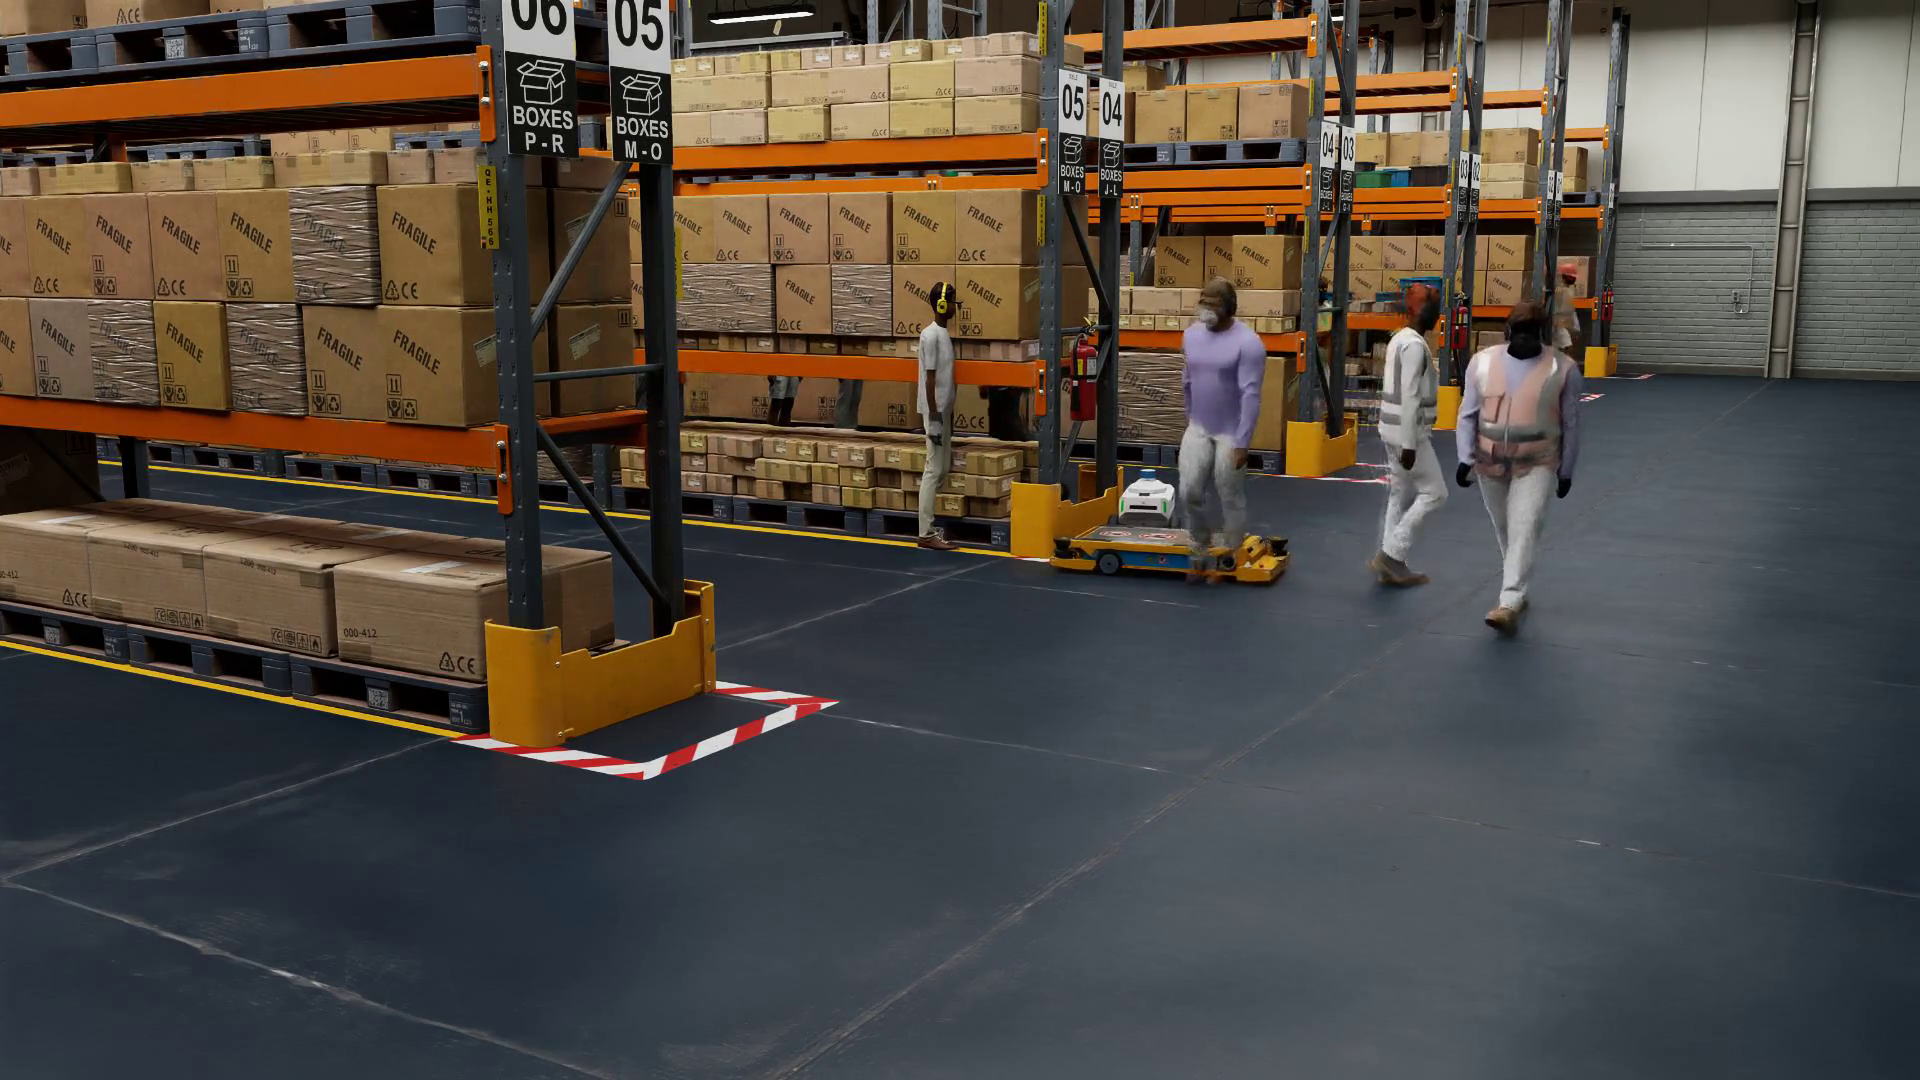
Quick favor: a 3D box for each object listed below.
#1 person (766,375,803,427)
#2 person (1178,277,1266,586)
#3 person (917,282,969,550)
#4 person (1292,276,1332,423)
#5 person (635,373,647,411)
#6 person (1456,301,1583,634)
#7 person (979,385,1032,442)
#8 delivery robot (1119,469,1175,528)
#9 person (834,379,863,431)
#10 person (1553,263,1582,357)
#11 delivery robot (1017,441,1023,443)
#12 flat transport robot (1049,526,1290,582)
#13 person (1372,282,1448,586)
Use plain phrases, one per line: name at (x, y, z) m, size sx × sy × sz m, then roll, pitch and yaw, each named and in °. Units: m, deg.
person at (-1.704, -1.716, 16.332) m, size 0.376 × 1.935 × 0.550 m, roll 5°, pitch 11°, yaw 26°
person at (1.596, -0.638, 10.141) m, size 0.645 × 1.898 × 0.585 m, roll 8°, pitch 13°, yaw 41°
person at (-0.125, -0.857, 11.541) m, size 0.333 × 1.860 × 0.510 m, roll 2°, pitch 10°, yaw 13°
person at (3.712, -1.846, 17.421) m, size 0.653 × 1.824 × 0.479 m, roll -7°, pitch 12°, yaw -37°
person at (-2.829, -1.612, 15.774) m, size 0.558 × 1.925 × 0.638 m, roll 5°, pitch 11°, yaw 27°
person at (3.053, -0.412, 9.161) m, size 0.612 × 1.787 × 1.010 m, roll 7°, pitch 12°, yaw 34°
person at (0.425, -1.501, 14.770) m, size 0.889 × 2.000 × 0.690 m, roll 4°, pitch 11°, yaw 24°
delivery robot at (1.295, -0.247, 11.499) m, size 0.477 × 0.478 × 0.707 m, roll 2°, pitch 10°, yaw 11°
person at (-1.083, -1.814, 16.936) m, size 0.385 × 1.925 × 0.592 m, roll 4°, pitch 11°, yaw 24°
person at (9.135, -3.205, 25.077) m, size 0.526 × 1.916 × 0.564 m, roll 8°, pitch 12°, yaw 37°
delivery robot at (0.450, -0.545, 13.242) m, size 0.707 × 0.478 × 0.477 m, roll 6°, pitch 11°, yaw 32°
flat transport robot at (1.356, 0.072, 10.735) m, size 1.431 × 0.197 × 0.652 m, roll 4°, pitch 10°, yaw 21°
person at (2.781, -0.633, 10.188) m, size 0.413 × 1.864 × 0.597 m, roll 0°, pitch 10°, yaw 2°
